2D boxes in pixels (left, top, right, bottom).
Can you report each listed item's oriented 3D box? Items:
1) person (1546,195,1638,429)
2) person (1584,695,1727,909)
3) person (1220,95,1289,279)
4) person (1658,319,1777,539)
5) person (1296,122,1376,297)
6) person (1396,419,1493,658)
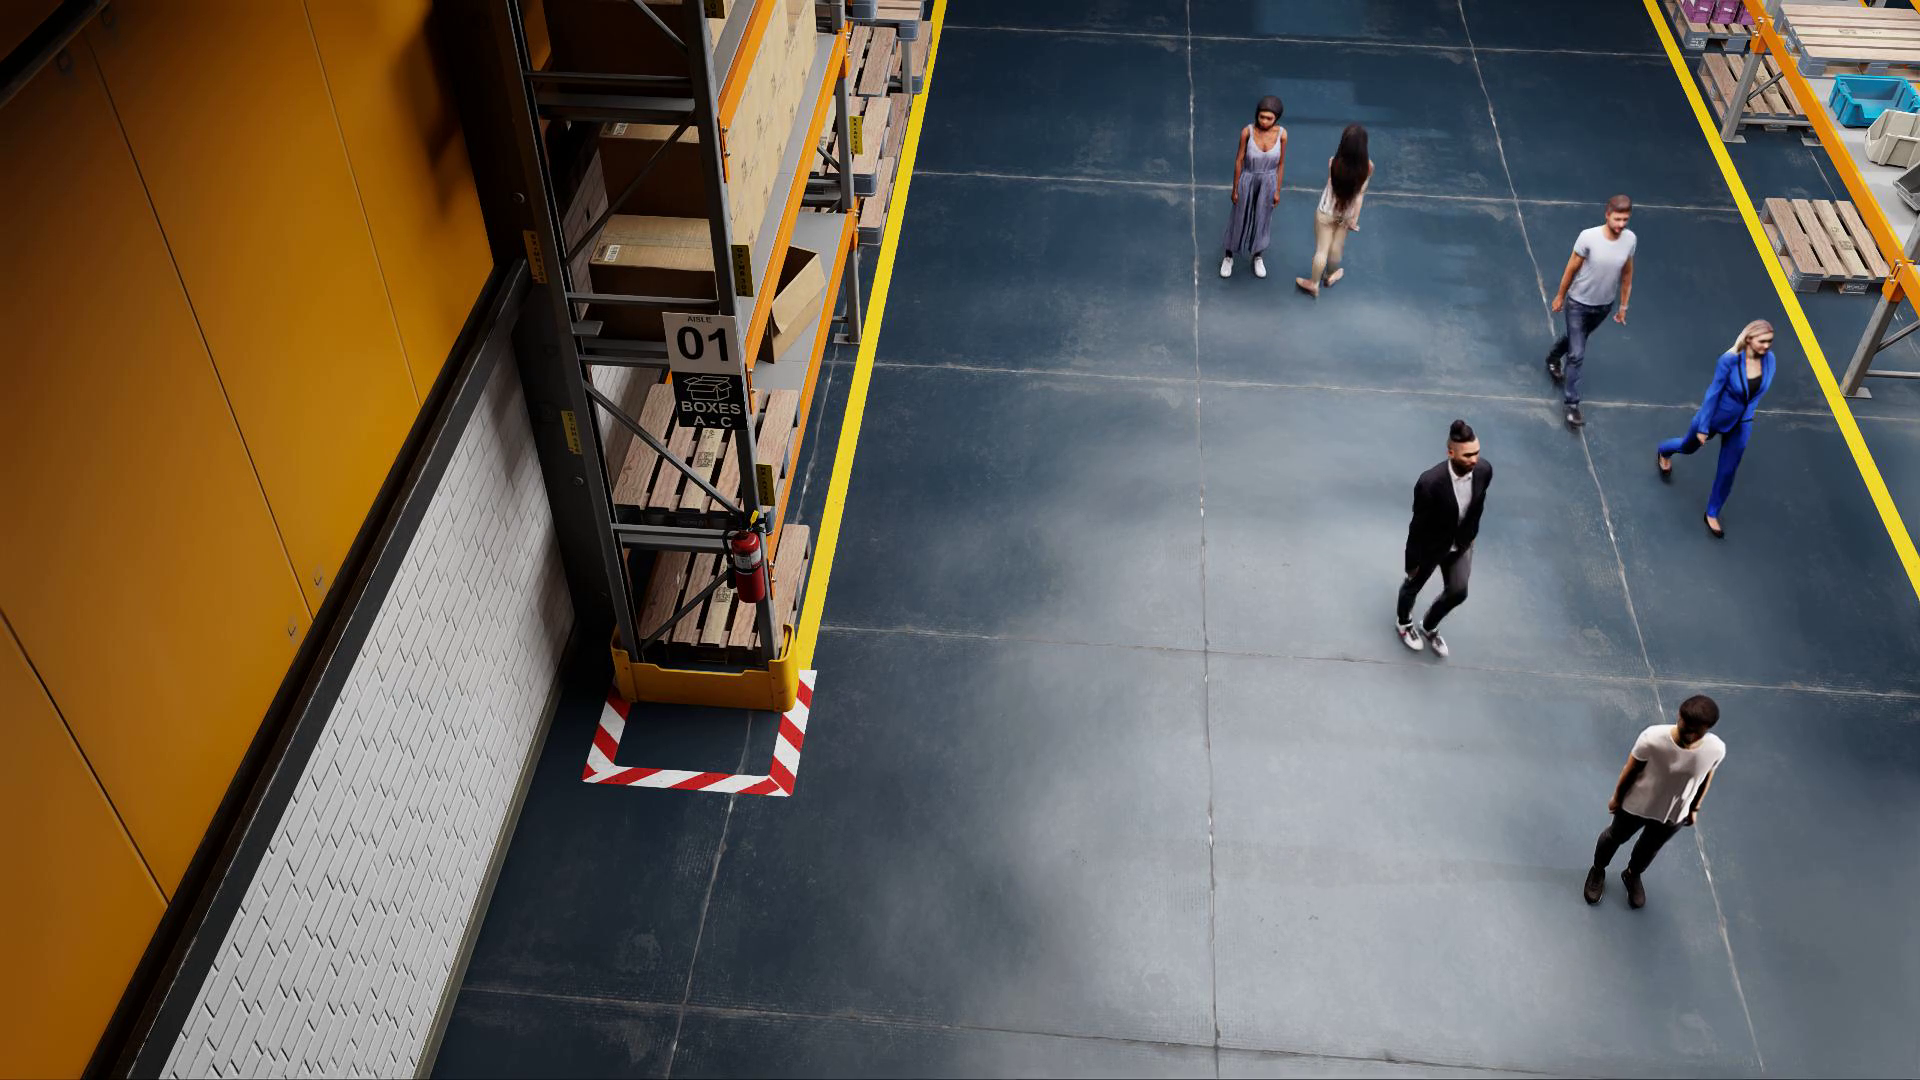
[{"bbox_3d":[4.840,-1.880,12.859,0.791,1.819,1.224,-3,44,-3],"label":"person"},{"bbox_3d":[3.952,1.463,9.421,0.642,1.721,0.545,7,44,7],"label":"person"},{"bbox_3d":[2.519,-3.007,14.129,0.578,1.699,0.504,2,44,2],"label":"person"},{"bbox_3d":[5.418,-0.906,11.948,0.775,1.666,1.177,-5,44,-5],"label":"person"},{"bbox_3d":[3.161,-2.735,13.882,0.603,1.647,0.655,-2,44,-2],"label":"person"},{"bbox_3d":[3.089,-0.077,10.877,0.837,1.943,0.831,-13,45,-13],"label":"person"}]
